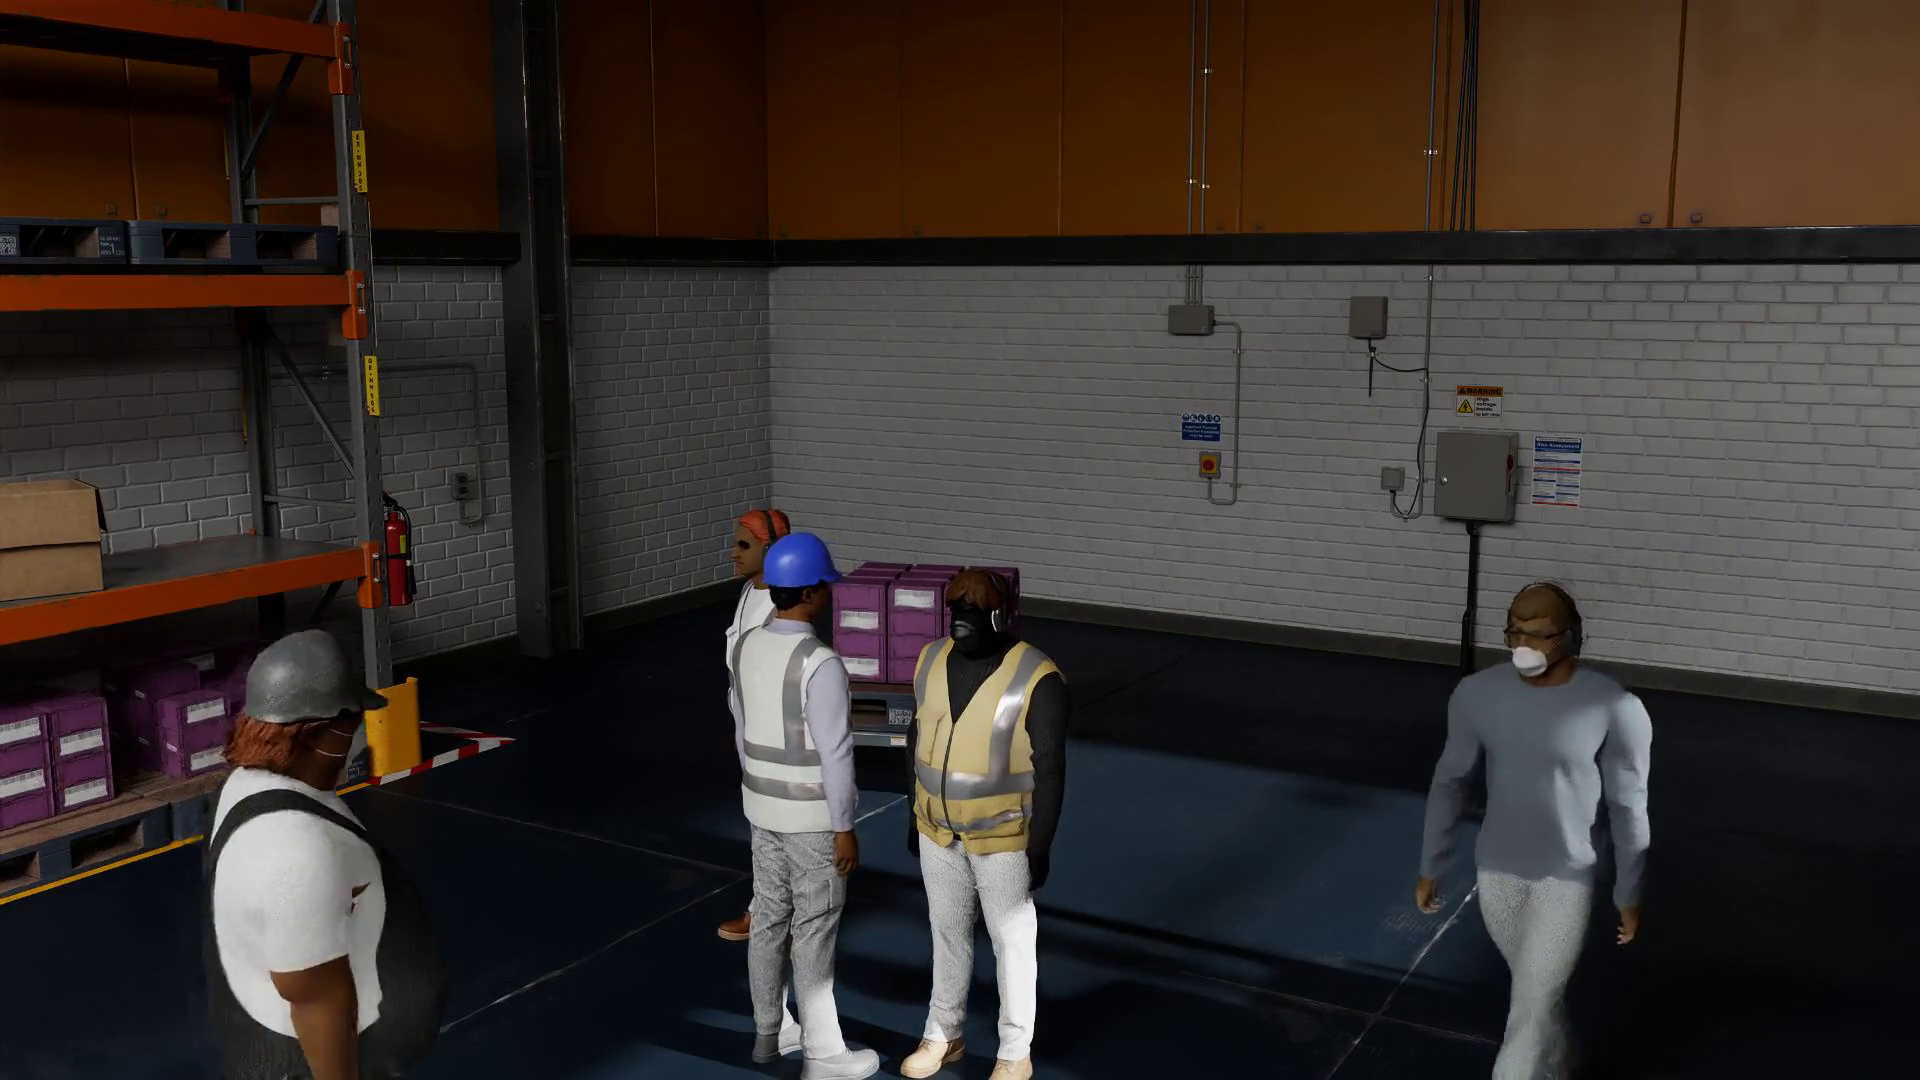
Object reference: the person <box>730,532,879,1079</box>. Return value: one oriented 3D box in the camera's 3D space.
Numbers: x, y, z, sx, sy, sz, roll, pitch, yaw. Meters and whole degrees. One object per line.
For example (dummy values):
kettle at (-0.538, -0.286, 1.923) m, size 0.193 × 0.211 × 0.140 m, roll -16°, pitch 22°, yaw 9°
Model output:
person at (-0.562, 0.940, 5.840) m, size 0.381 × 1.950 × 0.602 m, roll -8°, pitch 12°, yaw -41°

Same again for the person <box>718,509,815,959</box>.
person at (-0.791, 0.804, 6.897) m, size 0.353 × 1.883 × 0.572 m, roll -5°, pitch 10°, yaw -29°

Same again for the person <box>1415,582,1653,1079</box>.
person at (1.767, 1.067, 5.242) m, size 1.025 × 1.880 × 0.657 m, roll -9°, pitch 13°, yaw -44°

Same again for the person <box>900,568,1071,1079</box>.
person at (0.060, 1.006, 5.766) m, size 0.623 × 1.844 × 0.429 m, roll 6°, pitch 11°, yaw 32°
